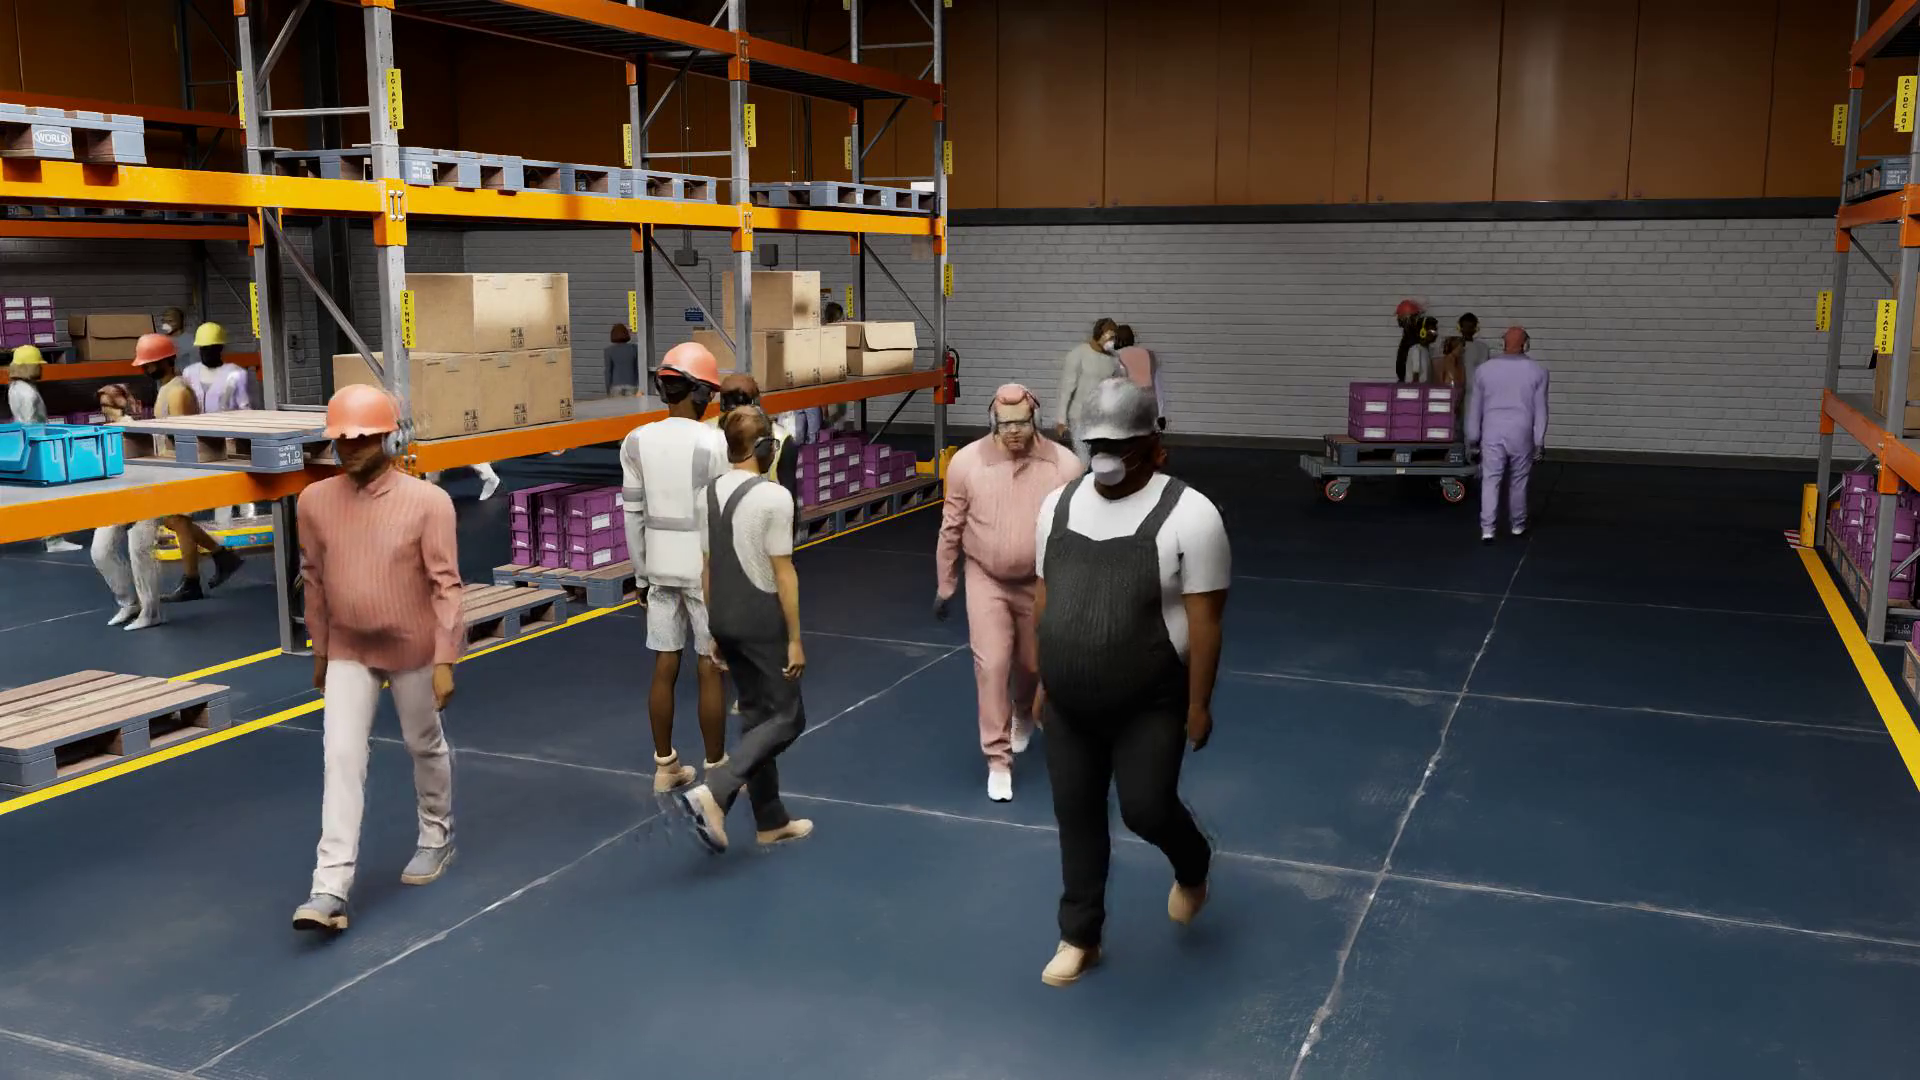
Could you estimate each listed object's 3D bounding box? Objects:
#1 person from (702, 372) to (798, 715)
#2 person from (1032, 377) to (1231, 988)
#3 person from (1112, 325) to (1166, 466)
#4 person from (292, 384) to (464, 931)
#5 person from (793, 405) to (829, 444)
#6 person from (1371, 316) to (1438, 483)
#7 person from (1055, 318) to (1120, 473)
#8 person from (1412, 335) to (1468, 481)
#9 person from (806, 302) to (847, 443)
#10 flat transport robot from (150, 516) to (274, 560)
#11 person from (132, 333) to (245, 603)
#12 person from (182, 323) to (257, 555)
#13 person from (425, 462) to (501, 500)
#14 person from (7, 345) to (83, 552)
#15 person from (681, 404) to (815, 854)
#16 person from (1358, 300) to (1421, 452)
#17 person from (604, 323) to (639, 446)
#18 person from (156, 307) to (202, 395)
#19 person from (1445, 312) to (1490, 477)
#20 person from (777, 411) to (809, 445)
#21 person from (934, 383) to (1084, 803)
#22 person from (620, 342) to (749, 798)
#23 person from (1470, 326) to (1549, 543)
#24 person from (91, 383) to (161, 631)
[{"bbox_3d":[-1.188,-0.019,9.080,0.621,1.818,0.803,1,9,8],"label":"person"},{"bbox_3d":[0.553,0.443,5.558,0.691,2.000,0.712,6,11,33],"label":"person"},{"bbox_3d":[1.670,-1.200,16.288,0.634,1.784,0.883,-6,11,-30],"label":"person"},{"bbox_3d":[-2.123,0.410,6.045,0.646,1.936,1.009,1,9,4],"label":"person"},{"bbox_3d":[-1.589,-1.428,17.727,0.533,1.767,0.326,8,12,40],"label":"person"},{"bbox_3d":[4.877,-1.497,17.961,0.917,1.836,0.527,7,12,36],"label":"person"},{"bbox_3d":[1.179,-1.064,15.122,0.688,1.901,0.462,-8,12,-39],"label":"person"},{"bbox_3d":[5.350,-1.477,18.509,0.727,1.609,0.526,9,13,43],"label":"person"},{"bbox_3d":[-1.670,-2.032,20.941,0.671,1.924,0.632,2,10,13],"label":"person"},{"bbox_3d":[-6.031,-0.047,13.877,1.431,0.197,0.652,-8,12,-41],"label":"flat transport robot"},{"bbox_3d":[-5.470,-0.510,11.739,0.571,1.902,0.555,-6,11,-34],"label":"person"},{"bbox_3d":[-6.161,-0.866,13.898,0.596,1.906,0.789,2,10,13],"label":"person"},{"bbox_3d":[-5.026,-1.274,16.523,0.646,1.868,0.930,6,11,32],"label":"person"},{"bbox_3d":[-7.656,-0.734,13.620,0.652,1.725,0.493,-9,13,-44],"label":"person"},{"bbox_3d":[-0.874,0.381,6.583,0.561,1.817,0.616,8,13,42],"label":"person"},{"bbox_3d":[5.328,-1.903,20.042,1.021,1.940,0.612,5,11,28],"label":"person"},{"bbox_3d":[-4.380,-2.016,21.711,0.522,1.619,0.415,-4,10,-23],"label":"person"},{"bbox_3d":[-8.526,-1.584,18.183,0.659,1.926,0.462,3,10,19],"label":"person"},{"bbox_3d":[5.695,-1.646,18.774,0.559,1.855,0.593,5,10,26],"label":"person"},{"bbox_3d":[-1.847,-1.606,18.509,0.490,1.865,0.629,-1,9,-8],"label":"person"},{"bbox_3d":[0.233,0.185,7.679,0.672,1.854,0.920,-1,9,-4],"label":"person"},{"bbox_3d":[-1.187,0.149,7.360,0.605,2.034,0.387,4,10,24],"label":"person"},{"bbox_3d":[4.715,-0.907,14.309,0.659,1.860,0.980,5,10,27],"label":"person"},{"bbox_3d":[-5.403,-0.202,10.750,0.513,1.618,0.404,6,11,34],"label":"person"}]
